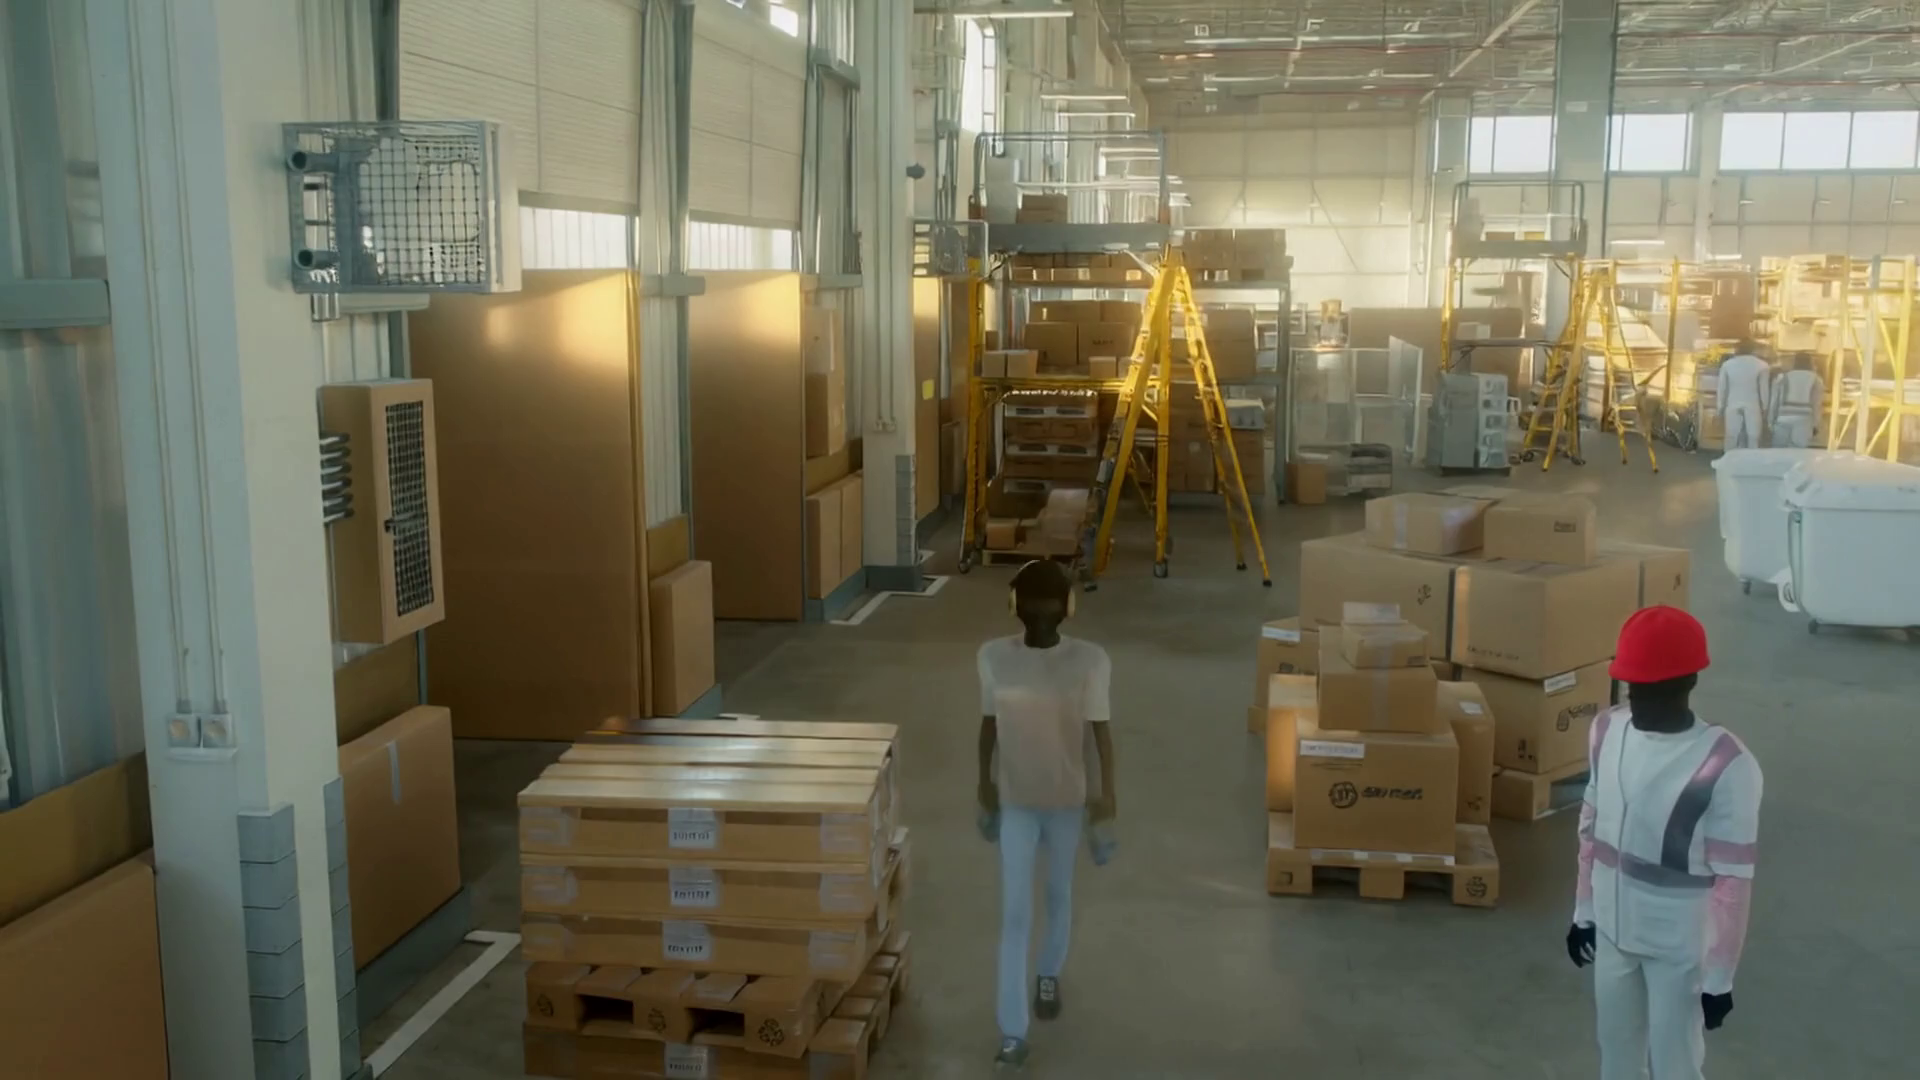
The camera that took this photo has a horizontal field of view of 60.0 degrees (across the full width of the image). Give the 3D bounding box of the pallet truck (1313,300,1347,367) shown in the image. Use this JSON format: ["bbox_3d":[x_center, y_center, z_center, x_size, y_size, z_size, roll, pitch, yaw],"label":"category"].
[{"bbox_3d":[11.159,-6.200,49.718,0.823,1.965,1.885,4,10,26],"label":"pallet truck"}]

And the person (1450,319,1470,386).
[{"bbox_3d":[9.509,-3.228,31.595,0.381,1.935,0.551,-4,10,-23],"label":"person"}]

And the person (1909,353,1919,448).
[{"bbox_3d":[15.519,-2.339,26.722,0.321,1.736,0.488,5,10,26],"label":"person"}]

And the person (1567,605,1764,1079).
[{"bbox_3d":[1.986,1.126,4.790,0.395,1.918,0.585,-4,10,-23],"label":"person"}]

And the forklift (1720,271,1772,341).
[{"bbox_3d":[22.245,-6.318,47.732,1.873,2.768,1.129,-3,10,-17],"label":"forklift"}]

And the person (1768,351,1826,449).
[{"bbox_3d":[10.811,-1.531,21.517,0.629,1.815,0.844,4,10,21],"label":"person"}]

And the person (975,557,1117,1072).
[{"bbox_3d":[0.302,0.969,6.019,0.523,1.820,0.975,1,9,6],"label":"person"}]

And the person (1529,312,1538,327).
[{"bbox_3d":[16.453,-5.730,47.859,0.535,1.660,0.850,-6,11,-31],"label":"person"}]

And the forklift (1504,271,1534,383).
[{"bbox_3d":[13.933,-5.319,41.568,1.873,2.768,1.129,-1,9,-6],"label":"forklift"}]

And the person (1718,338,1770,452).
[{"bbox_3d":[10.864,-1.831,23.063,0.659,1.922,0.456,6,11,31],"label":"person"}]
